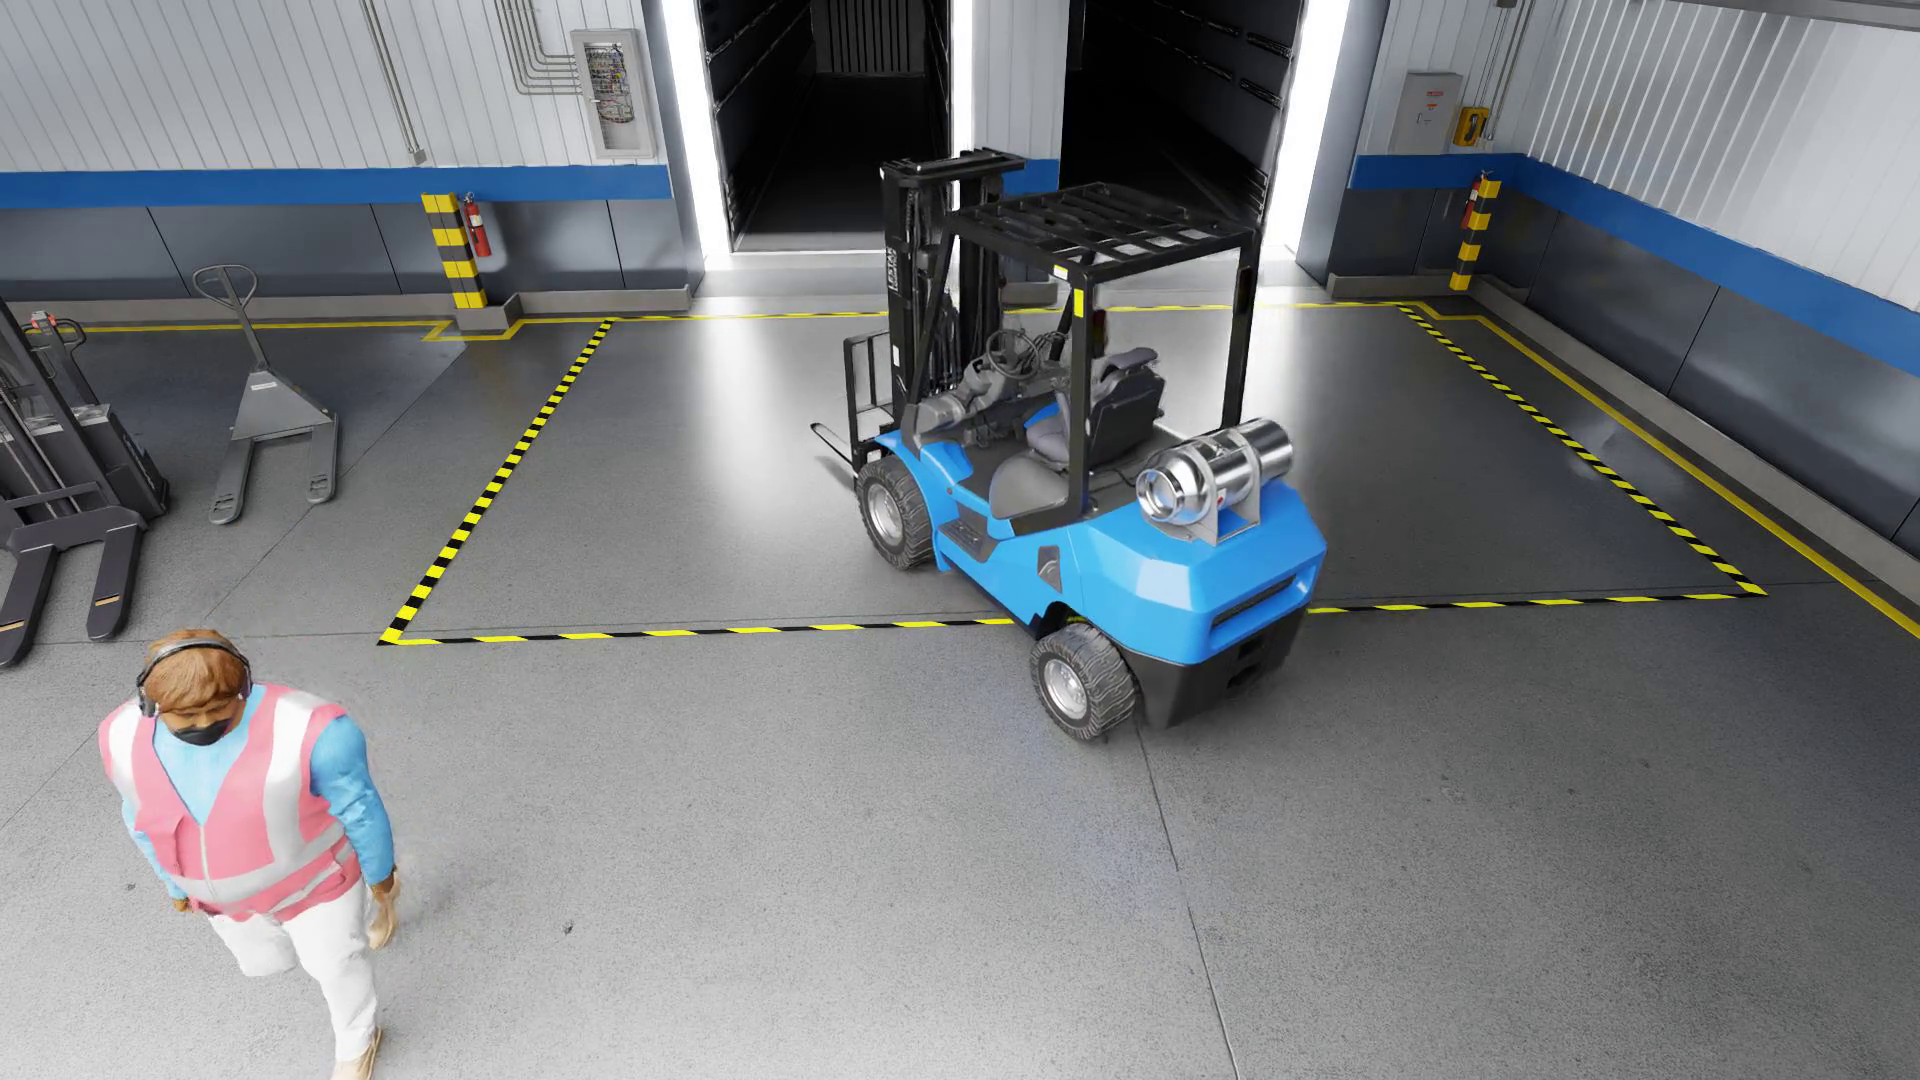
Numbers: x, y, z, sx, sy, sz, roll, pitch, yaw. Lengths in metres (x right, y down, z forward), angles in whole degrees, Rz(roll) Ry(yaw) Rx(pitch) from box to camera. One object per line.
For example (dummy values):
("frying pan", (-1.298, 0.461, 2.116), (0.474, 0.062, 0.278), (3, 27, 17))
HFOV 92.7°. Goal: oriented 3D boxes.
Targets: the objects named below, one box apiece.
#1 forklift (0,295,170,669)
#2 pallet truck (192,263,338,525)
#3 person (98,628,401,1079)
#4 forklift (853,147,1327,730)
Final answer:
("forklift", (-5.212, -0.618, 4.878), (0.823, 1.965, 1.885), (-20, 39, -26))
("pallet truck", (-4.778, -1.027, 6.128), (0.680, 1.201, 1.601), (-17, 38, -23))
("person", (-2.004, 0.950, 2.784), (0.659, 1.814, 0.726), (-2, 35, -2))
("forklift", (0.542, -0.663, 4.631), (1.157, 2.036, 2.680), (-22, 40, -28))
